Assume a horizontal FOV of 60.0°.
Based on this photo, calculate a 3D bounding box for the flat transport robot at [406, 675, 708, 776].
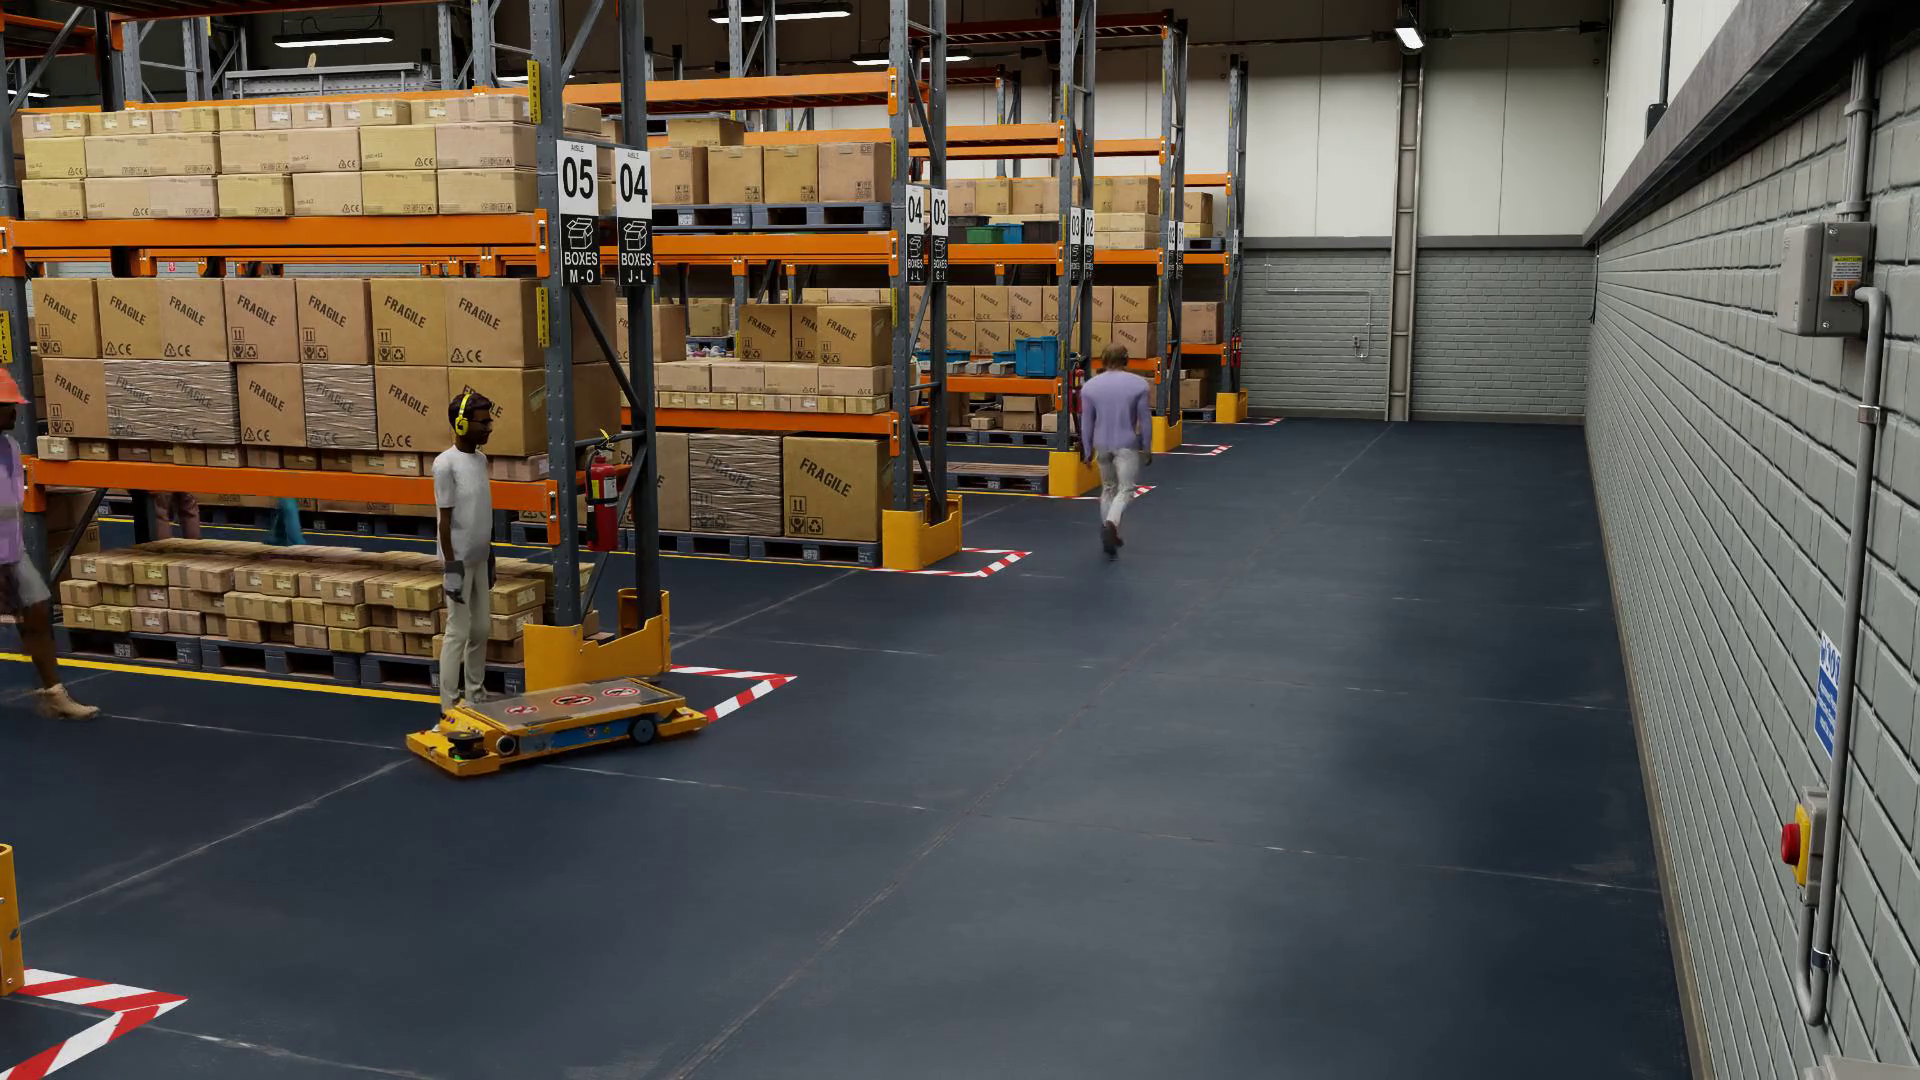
[{"bbox_3d":[-2.123,0.959,8.839,1.431,0.197,0.652,-8,12,-40],"label":"flat transport robot"}]

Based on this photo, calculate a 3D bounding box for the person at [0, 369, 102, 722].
[{"bbox_3d":[-5.389,0.054,9.160,1.040,2.003,0.608,1,9,4],"label":"person"}]

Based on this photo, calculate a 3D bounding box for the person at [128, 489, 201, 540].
[{"bbox_3d":[-6.458,-0.600,13.572,0.395,1.889,0.685,6,11,34],"label":"person"}]

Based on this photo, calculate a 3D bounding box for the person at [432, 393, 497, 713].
[{"bbox_3d":[-2.680,0.130,9.088,0.324,1.860,0.515,2,9,13],"label":"person"}]

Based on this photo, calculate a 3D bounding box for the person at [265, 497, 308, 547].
[{"bbox_3d":[-5.735,-0.626,14.145,1.095,1.762,0.599,9,13,43],"label":"person"}]

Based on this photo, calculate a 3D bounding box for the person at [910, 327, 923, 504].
[{"bbox_3d":[-0.594,-1.364,18.153,0.359,1.938,0.632,2,9,14],"label":"person"}]

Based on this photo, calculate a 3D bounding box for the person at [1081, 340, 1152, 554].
[{"bbox_3d":[1.369,-0.818,14.840,0.637,1.914,0.807,4,10,24],"label":"person"}]
